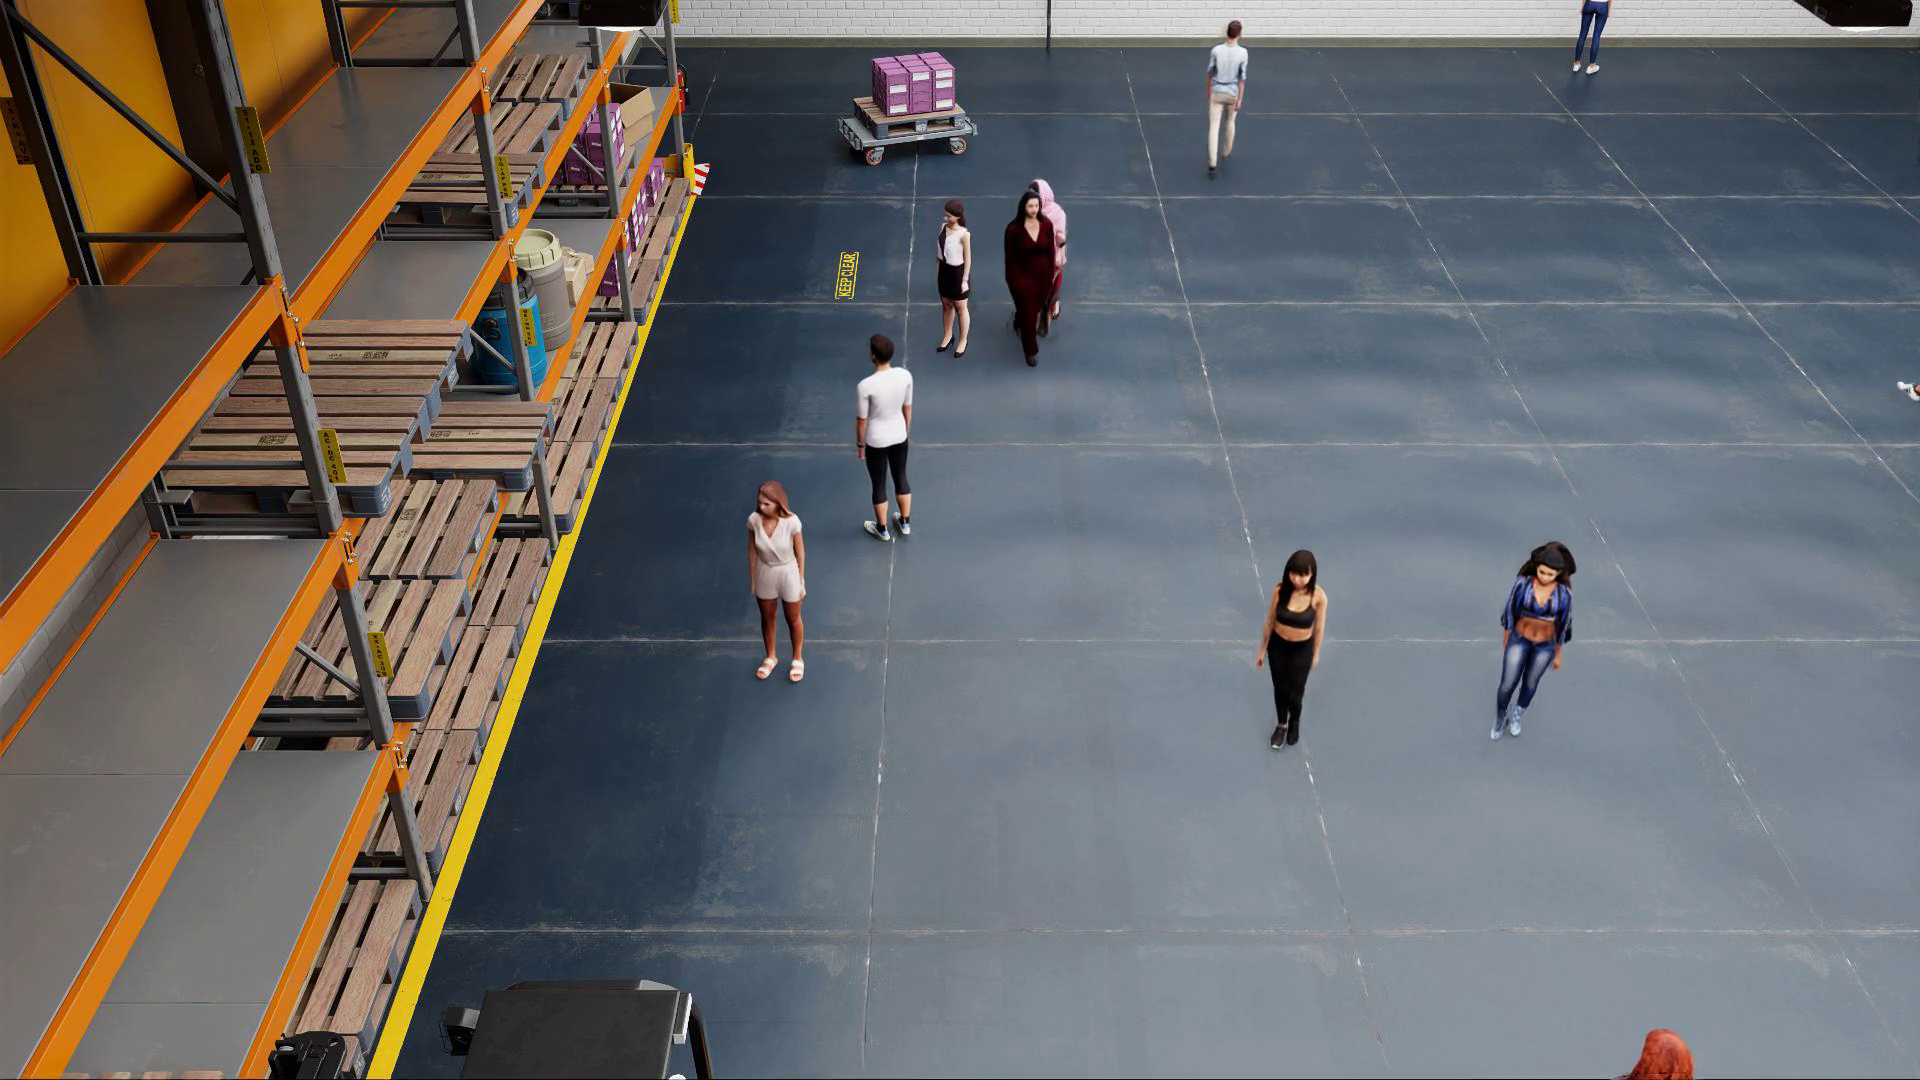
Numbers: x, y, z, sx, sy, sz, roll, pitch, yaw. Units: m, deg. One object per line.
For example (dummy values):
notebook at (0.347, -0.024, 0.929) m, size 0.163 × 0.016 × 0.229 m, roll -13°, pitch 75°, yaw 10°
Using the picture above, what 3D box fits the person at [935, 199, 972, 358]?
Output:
person at (-0.060, -2.602, 16.466) m, size 0.637 × 1.651 × 0.684 m, roll 25°, pitch 41°, yaw 33°

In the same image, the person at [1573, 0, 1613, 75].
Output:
person at (9.137, -7.625, 23.911) m, size 0.667 × 1.775 × 0.699 m, roll 22°, pitch 40°, yaw 30°

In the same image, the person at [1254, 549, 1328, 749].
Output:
person at (2.305, 0.717, 11.491) m, size 0.654 × 1.632 × 0.692 m, roll 15°, pitch 36°, yaw 21°

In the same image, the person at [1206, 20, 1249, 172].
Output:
person at (3.264, -5.482, 20.652) m, size 0.812 × 1.815 × 1.249 m, roll 7°, pitch 34°, yaw 10°

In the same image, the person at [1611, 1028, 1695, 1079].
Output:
person at (3.176, 3.021, 7.911) m, size 0.607 × 1.756 × 0.976 m, roll -1°, pitch 34°, yaw -2°

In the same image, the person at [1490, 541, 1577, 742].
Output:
person at (3.986, 0.679, 11.567) m, size 0.704 × 1.610 × 0.718 m, roll 10°, pitch 35°, yaw 15°

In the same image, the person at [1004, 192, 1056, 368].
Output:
person at (0.652, -2.630, 16.435) m, size 0.896 × 1.732 × 1.127 m, roll -12°, pitch 36°, yaw -18°

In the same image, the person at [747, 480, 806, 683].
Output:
person at (-1.318, 0.278, 12.094) m, size 0.606 × 1.695 × 0.600 m, roll 5°, pitch 34°, yaw 8°

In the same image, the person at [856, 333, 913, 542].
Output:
person at (-0.606, -0.832, 13.625) m, size 0.743 × 1.849 × 0.741 m, roll -17°, pitch 37°, yaw -23°

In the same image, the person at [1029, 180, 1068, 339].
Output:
person at (0.882, -2.921, 17.009) m, size 0.937 × 1.581 × 1.176 m, roll 14°, pitch 36°, yaw 20°
